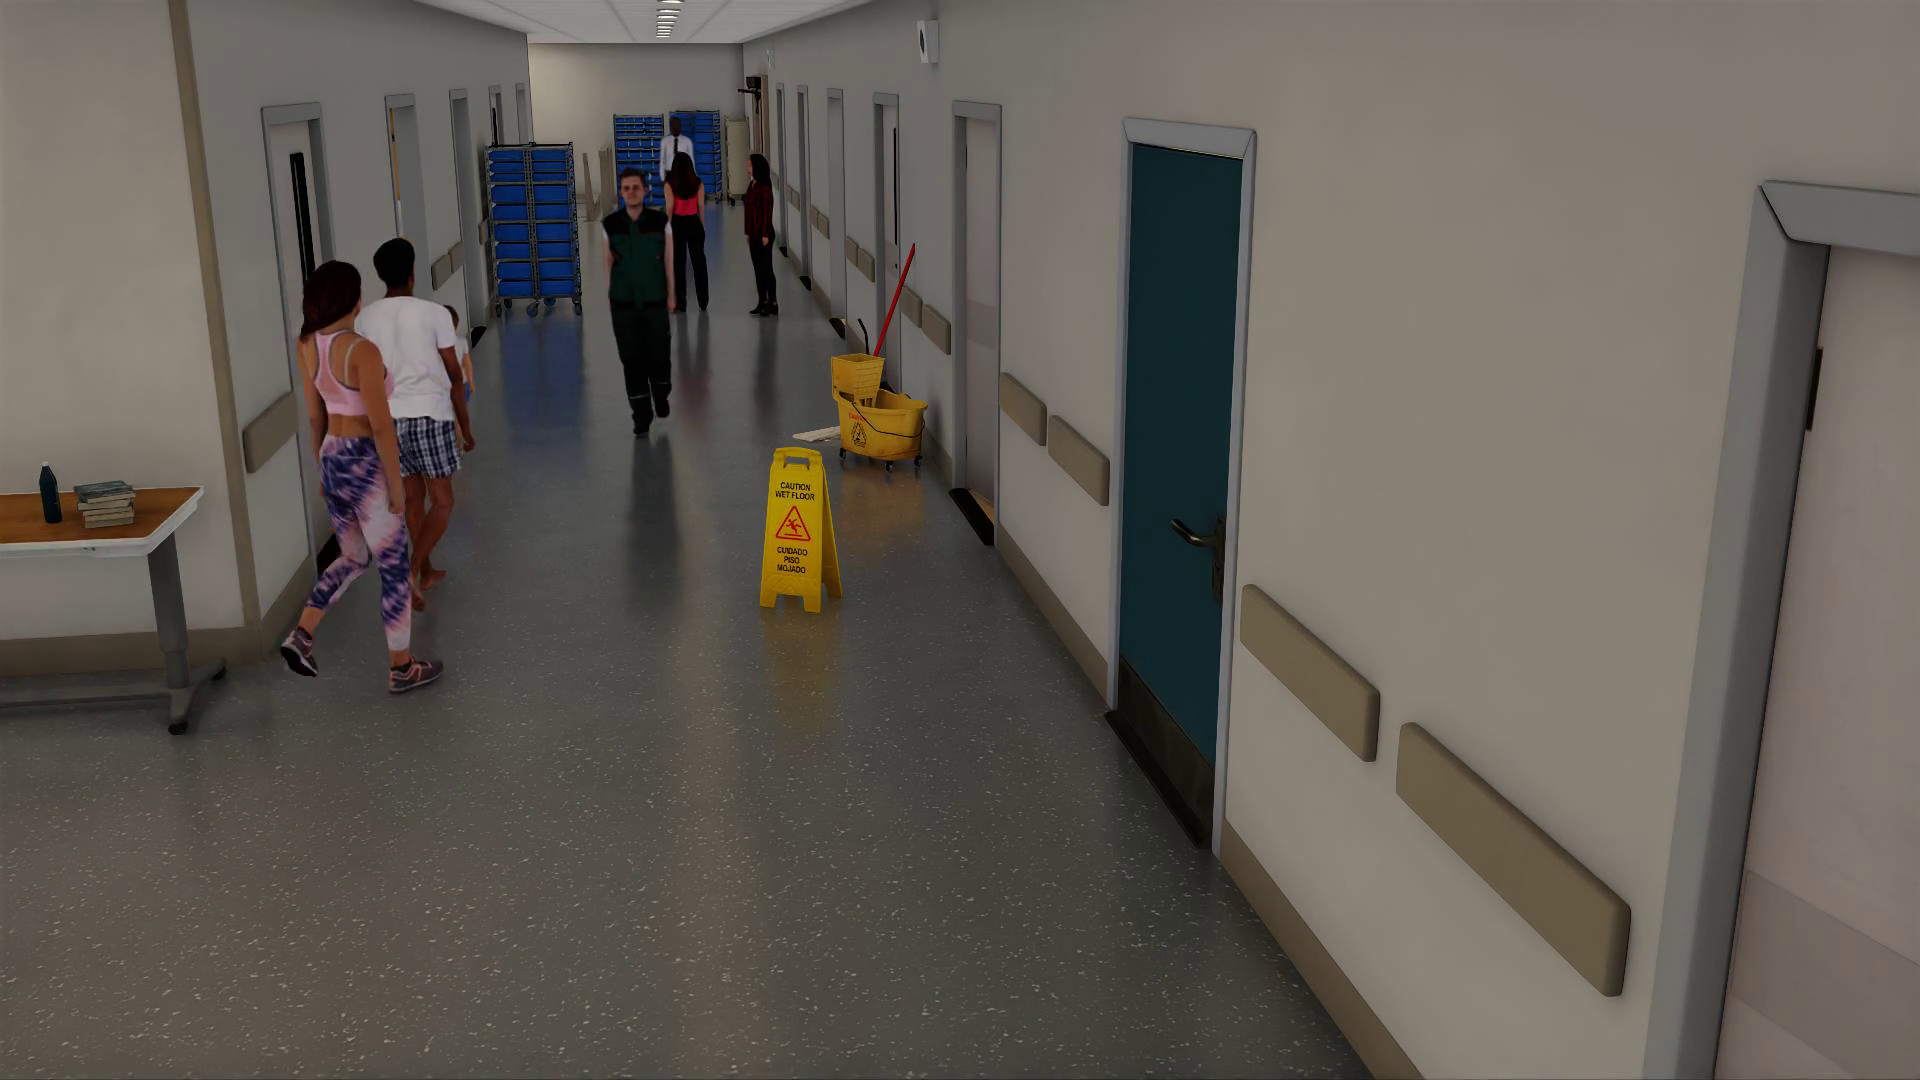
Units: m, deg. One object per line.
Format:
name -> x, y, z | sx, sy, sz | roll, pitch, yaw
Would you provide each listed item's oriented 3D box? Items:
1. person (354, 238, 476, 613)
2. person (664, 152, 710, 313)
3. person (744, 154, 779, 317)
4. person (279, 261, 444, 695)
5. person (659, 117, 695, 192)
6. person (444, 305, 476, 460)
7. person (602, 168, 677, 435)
person -> -2.556, -0.510, 7.748 | 0.818, 1.708, 1.093 | 1, 16, 4
person -> -2.901, -3.264, 17.606 | 0.638, 1.660, 0.605 | -8, 18, -26
person -> -2.055, -3.169, 17.283 | 0.708, 1.651, 0.576 | -10, 18, -31
person -> -2.458, -0.212, 6.597 | 0.900, 1.759, 0.980 | 10, 19, 32
person -> -4.123, -5.243, 24.329 | 0.691, 1.820, 0.756 | -1, 16, -3
person -> -3.313, -1.010, 10.803 | 0.428, 1.013, 0.497 | -2, 16, -8
person -> -2.233, -1.674, 11.633 | 0.647, 1.836, 0.796 | -2, 16, -7
